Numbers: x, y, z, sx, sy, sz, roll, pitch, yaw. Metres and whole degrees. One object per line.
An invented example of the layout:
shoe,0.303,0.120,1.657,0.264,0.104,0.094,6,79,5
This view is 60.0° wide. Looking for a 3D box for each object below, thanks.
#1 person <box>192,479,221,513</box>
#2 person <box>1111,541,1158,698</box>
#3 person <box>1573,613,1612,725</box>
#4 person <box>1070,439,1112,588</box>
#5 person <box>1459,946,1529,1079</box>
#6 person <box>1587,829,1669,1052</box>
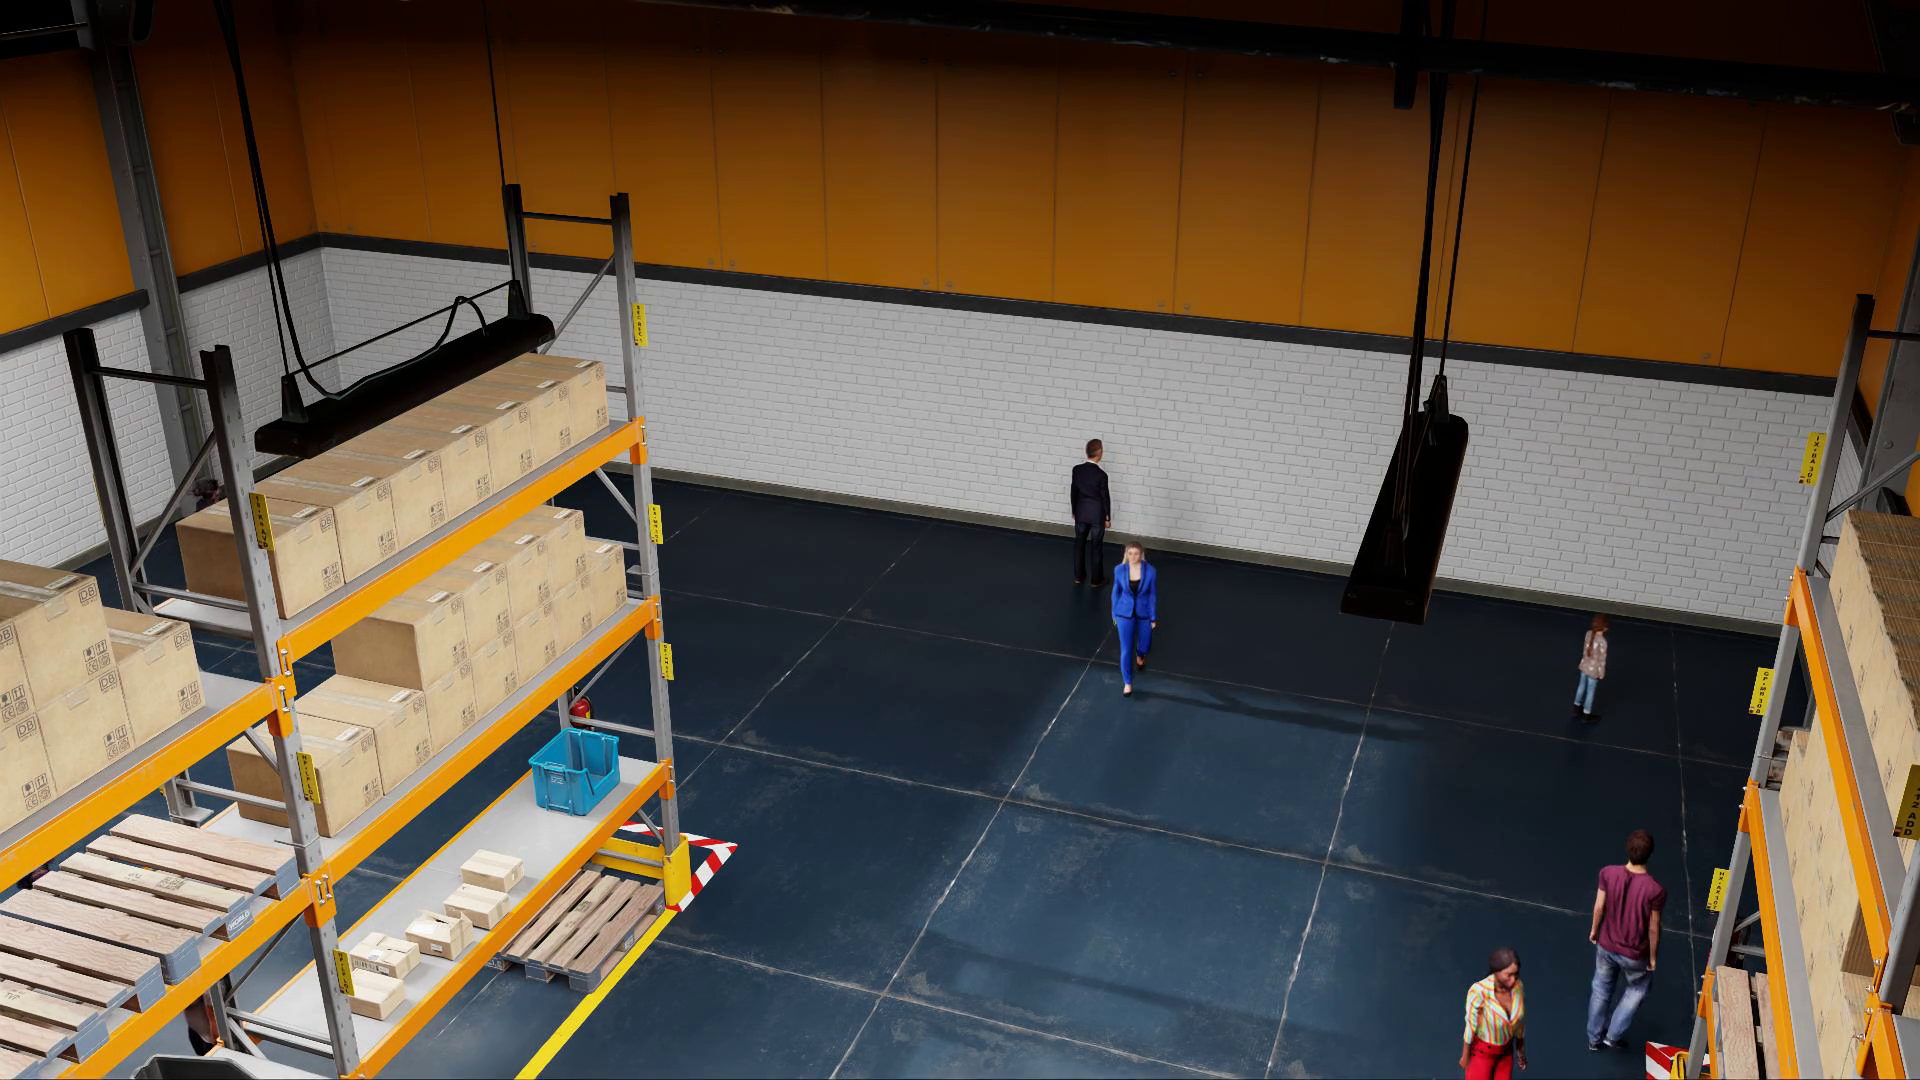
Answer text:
person,-8.525,0.118,18.968,0.650,1.608,1.038,12,26,25
person,1.827,0.775,17.371,0.758,1.684,0.938,2,24,6
person,6.395,1.283,16.821,0.612,1.193,0.536,-6,24,-14
person,1.550,-0.330,19.737,0.748,1.813,0.686,16,28,32
person,3.507,3.439,11.152,0.831,1.782,0.899,-9,25,-20
person,4.809,2.988,12.121,0.775,1.834,0.775,20,31,38
